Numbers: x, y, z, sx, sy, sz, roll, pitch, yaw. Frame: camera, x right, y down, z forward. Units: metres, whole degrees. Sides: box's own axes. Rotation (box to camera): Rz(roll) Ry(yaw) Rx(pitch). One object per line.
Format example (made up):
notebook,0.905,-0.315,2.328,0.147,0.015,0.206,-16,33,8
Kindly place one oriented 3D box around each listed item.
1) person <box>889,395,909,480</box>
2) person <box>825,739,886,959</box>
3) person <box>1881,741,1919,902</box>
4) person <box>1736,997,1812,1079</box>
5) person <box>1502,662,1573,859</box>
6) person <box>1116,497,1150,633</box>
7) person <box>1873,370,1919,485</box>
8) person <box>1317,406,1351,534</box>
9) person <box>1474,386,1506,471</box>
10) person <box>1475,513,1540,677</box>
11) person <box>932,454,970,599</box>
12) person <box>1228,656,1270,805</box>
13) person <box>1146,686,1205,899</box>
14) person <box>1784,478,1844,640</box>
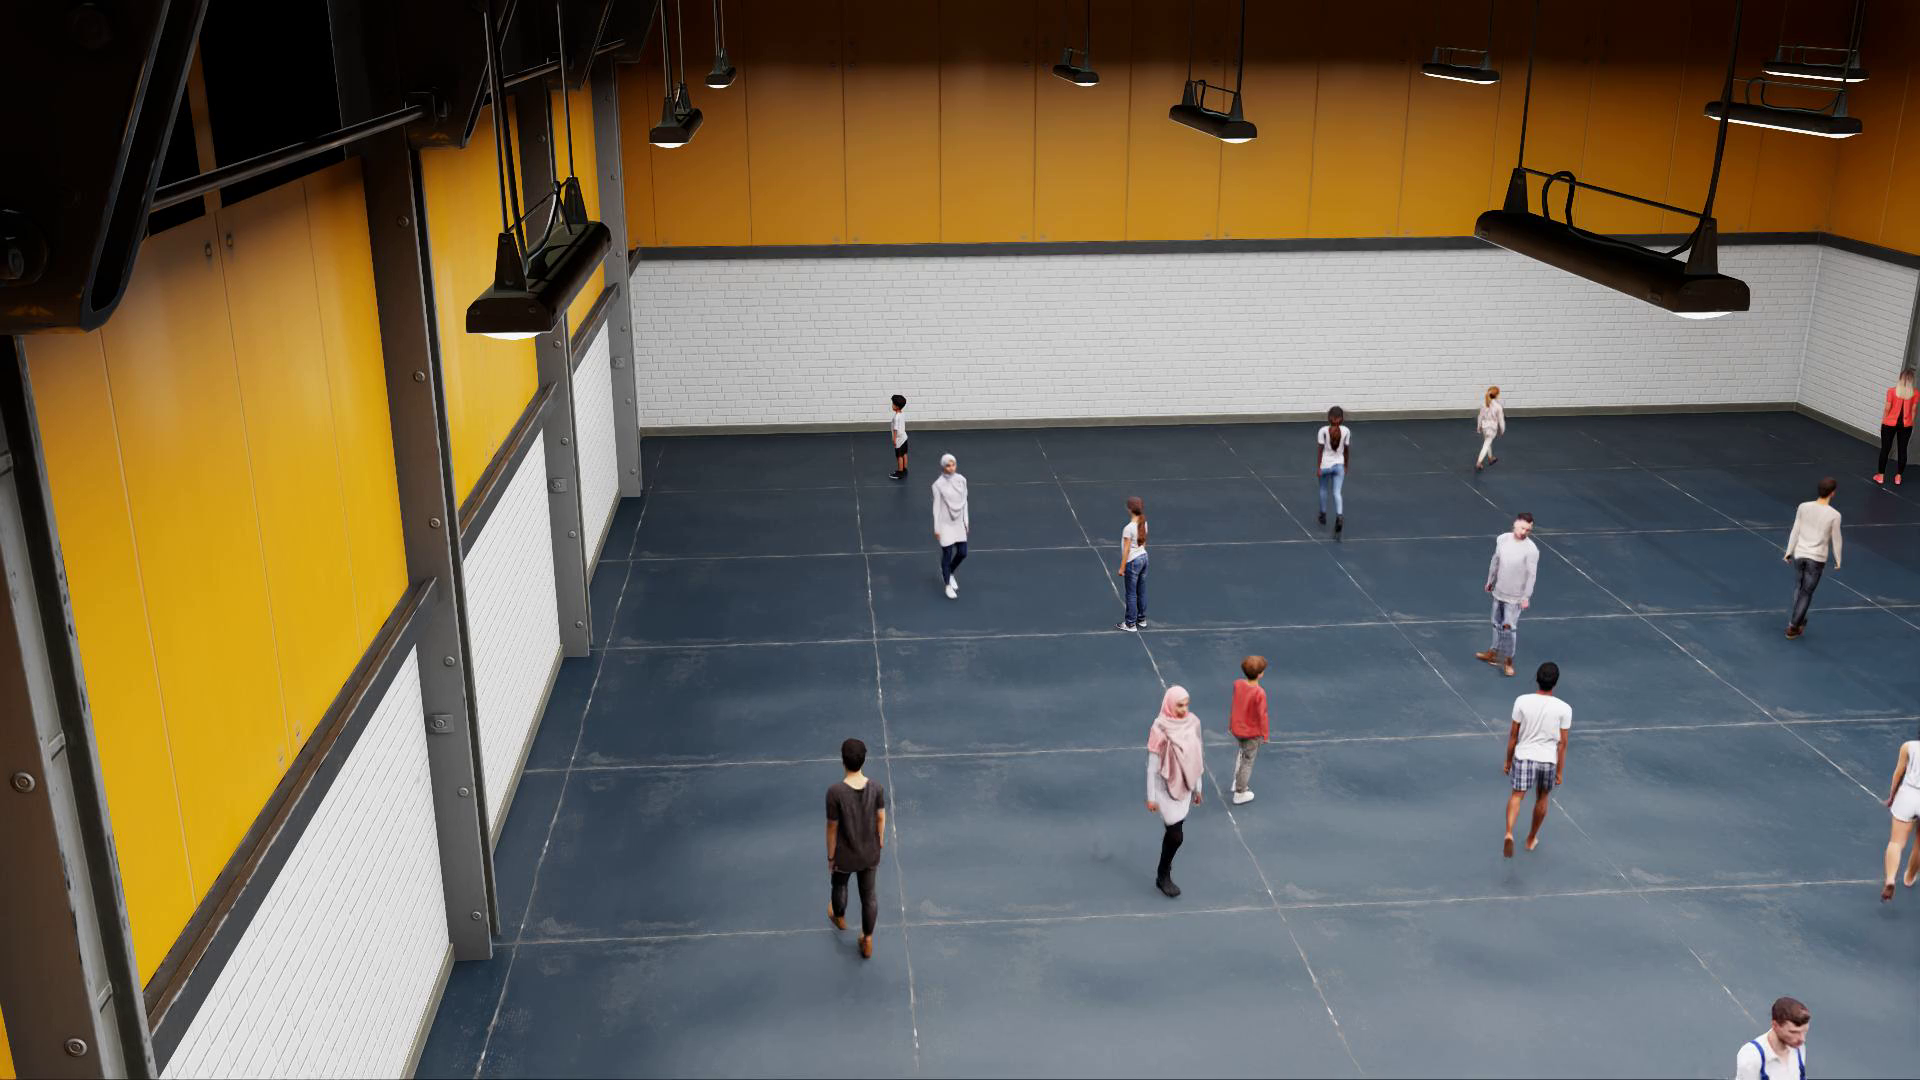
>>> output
person,-0.889,-1.545,24.731,0.609,1.256,0.515,6,20,18
person,-0.764,2.347,12.490,0.722,1.692,0.957,-4,19,-13
person,7.627,2.146,13.254,0.939,1.585,1.040,13,22,33
person,4.448,3.324,9.443,0.821,1.785,1.349,-6,20,-18
person,4.783,1.885,13.841,0.927,1.704,1.054,9,21,25
person,1.990,0.255,18.902,0.632,1.563,0.679,-17,25,-40
person,13.763,-1.671,24.419,0.666,1.693,0.645,5,19,15
person,4.989,-0.920,22.188,0.642,1.693,1.083,0,19,0
person,7.933,-1.651,25.015,0.968,1.275,0.956,-17,25,-42
person,5.829,0.532,17.694,0.956,1.809,0.646,-4,19,-13
person,-0.147,-0.189,19.904,0.734,1.766,0.760,-9,21,-25
person,2.513,1.704,14.846,0.696,1.406,0.614,-14,23,-36
person,1.655,1.993,13.376,0.772,1.797,0.800,-12,22,-32
person,9.438,0.228,18.544,0.969,1.845,0.927,-14,23,-36
